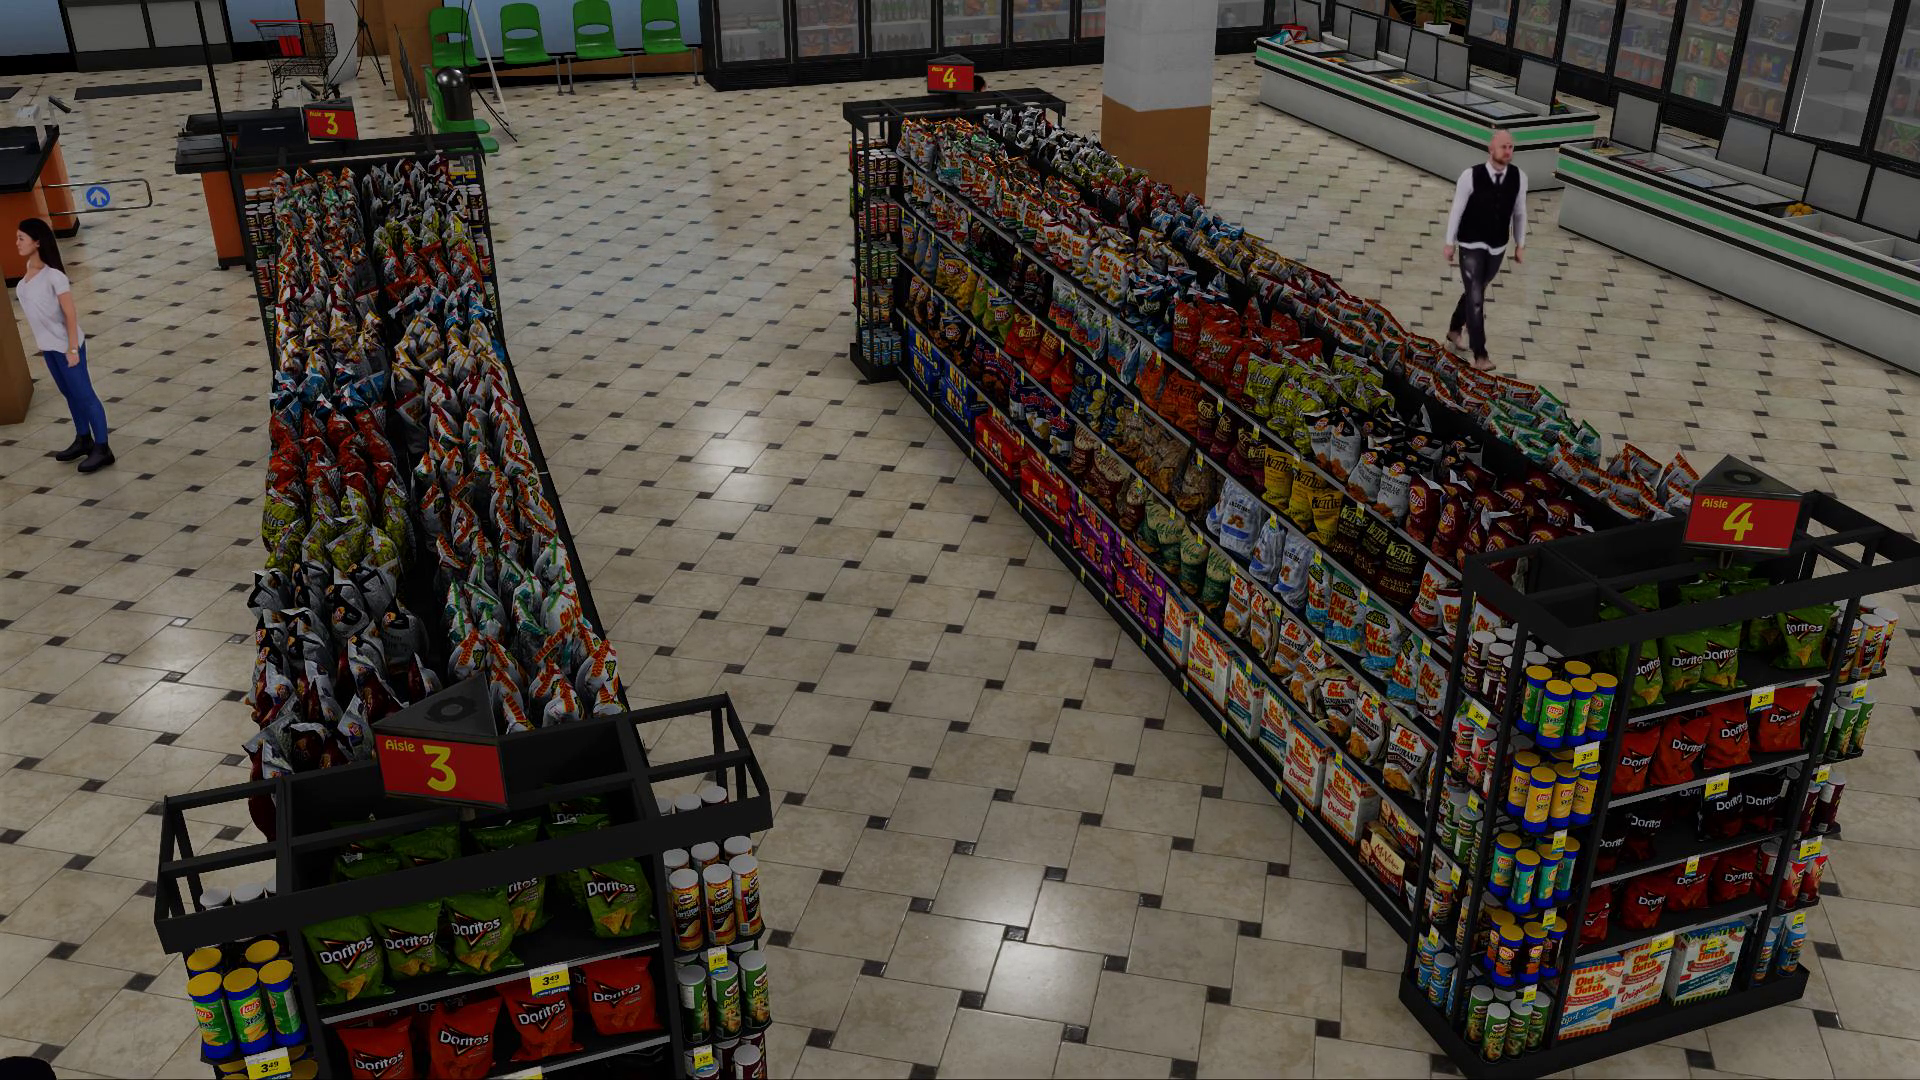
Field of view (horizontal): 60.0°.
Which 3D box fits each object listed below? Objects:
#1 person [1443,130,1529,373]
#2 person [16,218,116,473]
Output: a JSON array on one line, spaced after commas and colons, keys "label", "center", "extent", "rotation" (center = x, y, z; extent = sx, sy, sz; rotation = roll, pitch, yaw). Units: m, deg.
[{"label": "person", "center": [3.941, -2.209, 12.657], "extent": [0.867, 1.766, 1.280], "rotation": [-4, 27, -8]}, {"label": "person", "center": [-5.874, -1.269, 10.892], "extent": [0.632, 1.685, 0.744], "rotation": [20, 33, 34]}]
